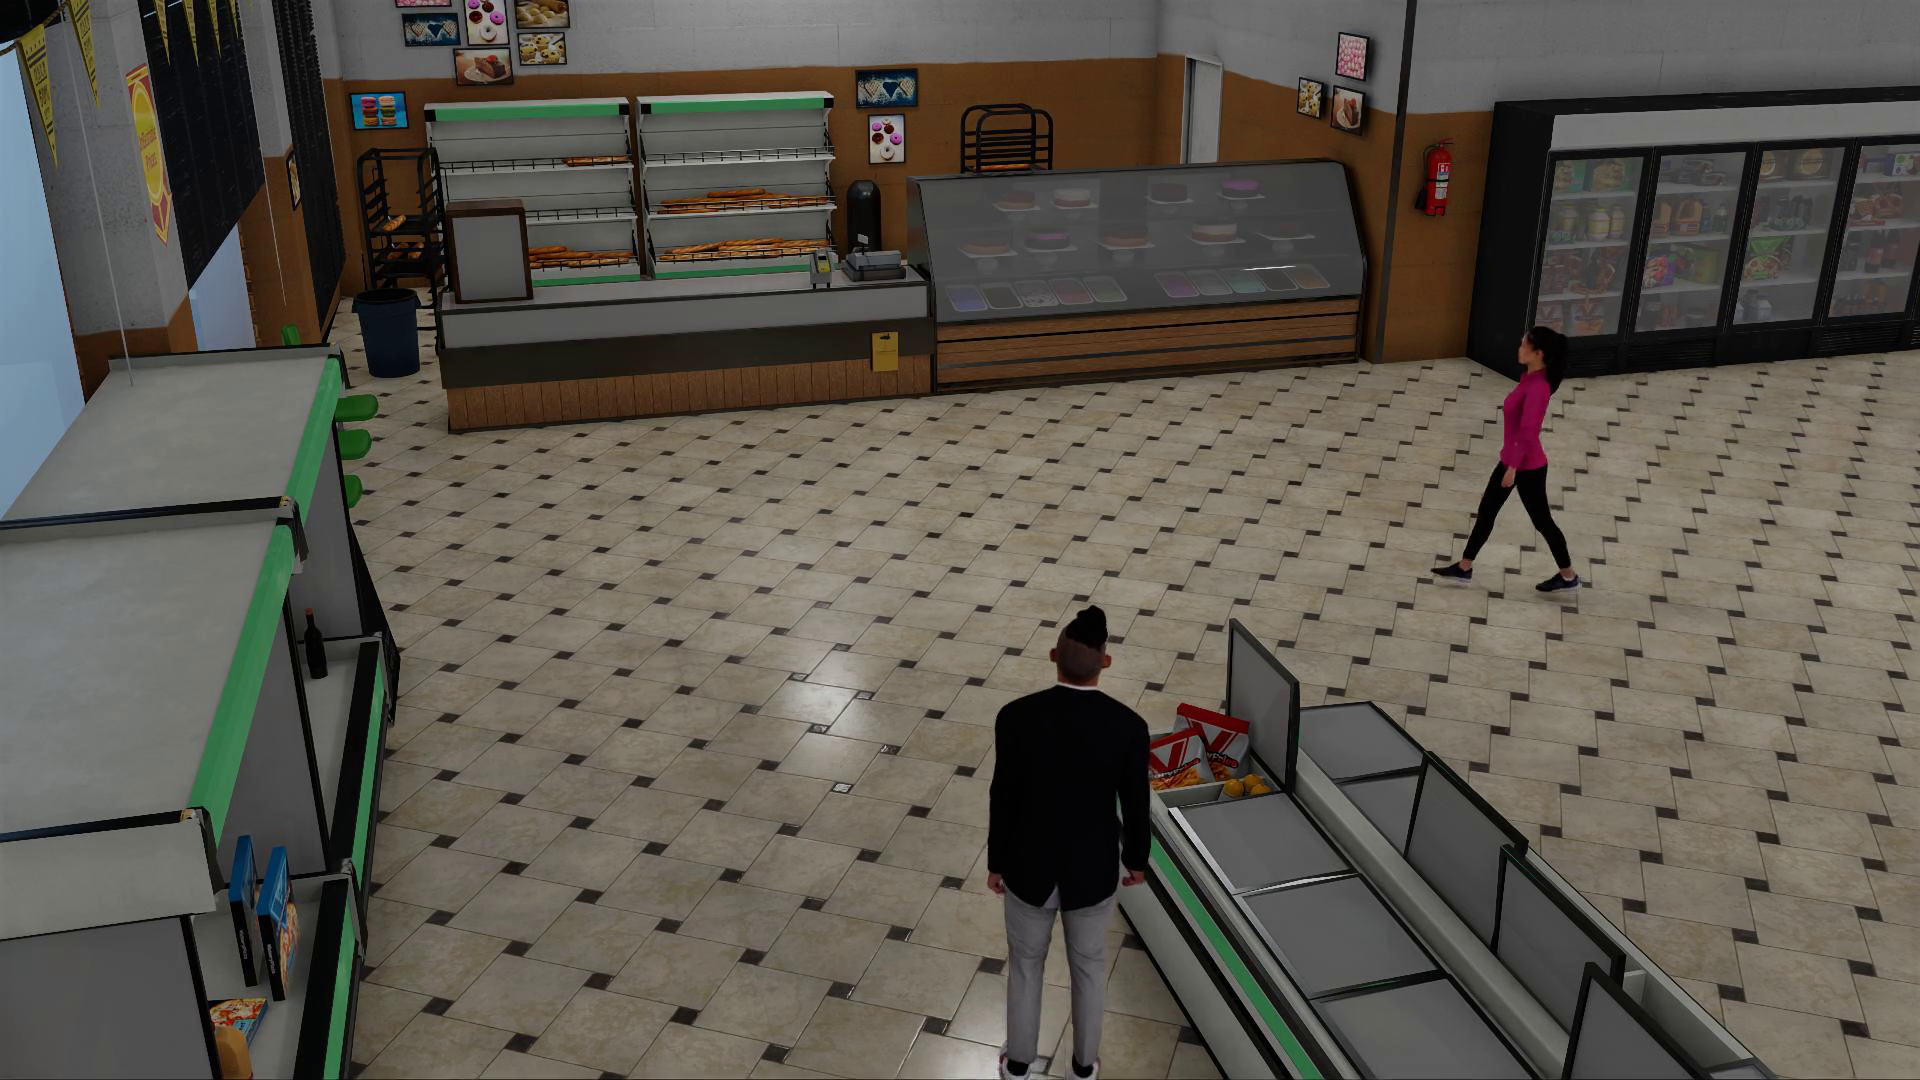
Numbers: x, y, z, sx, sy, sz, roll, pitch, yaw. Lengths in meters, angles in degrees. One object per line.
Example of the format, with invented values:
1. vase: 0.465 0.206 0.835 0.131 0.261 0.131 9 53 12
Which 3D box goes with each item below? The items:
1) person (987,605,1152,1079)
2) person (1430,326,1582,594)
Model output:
1. person: 0.370 1.117 5.771 0.809 1.950 0.754 0 22 1
2. person: 3.484 -0.423 10.000 0.994 1.655 1.128 5 22 13
